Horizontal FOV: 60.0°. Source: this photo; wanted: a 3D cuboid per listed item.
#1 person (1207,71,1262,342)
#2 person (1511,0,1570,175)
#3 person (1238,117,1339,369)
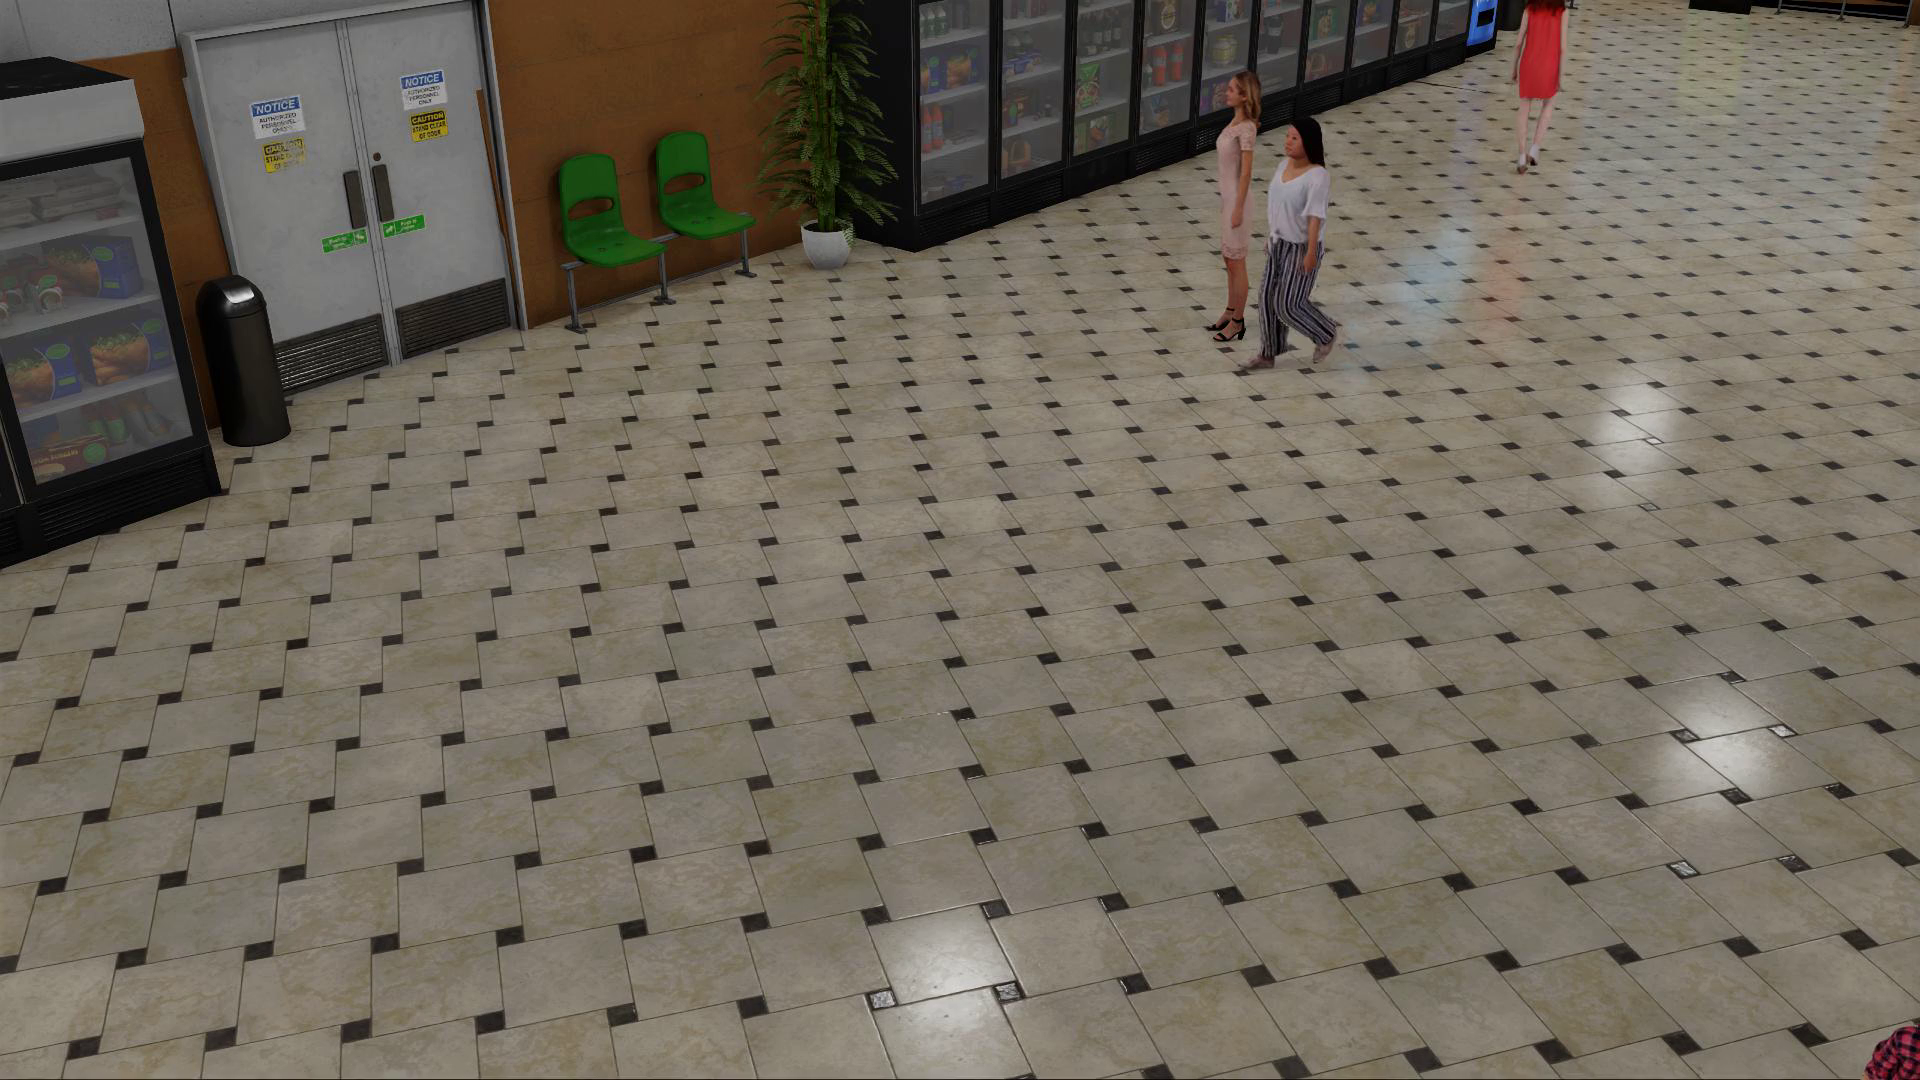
[{"bbox_3d":[1.889,-2.238,11.281,0.679,1.805,0.639,0,27,1],"label":"person"},{"bbox_3d":[5.288,-4.256,15.251,0.619,1.813,0.750,13,29,23],"label":"person"},{"bbox_3d":[2.211,-1.899,10.763,0.987,1.669,0.963,-8,28,-16],"label":"person"}]
